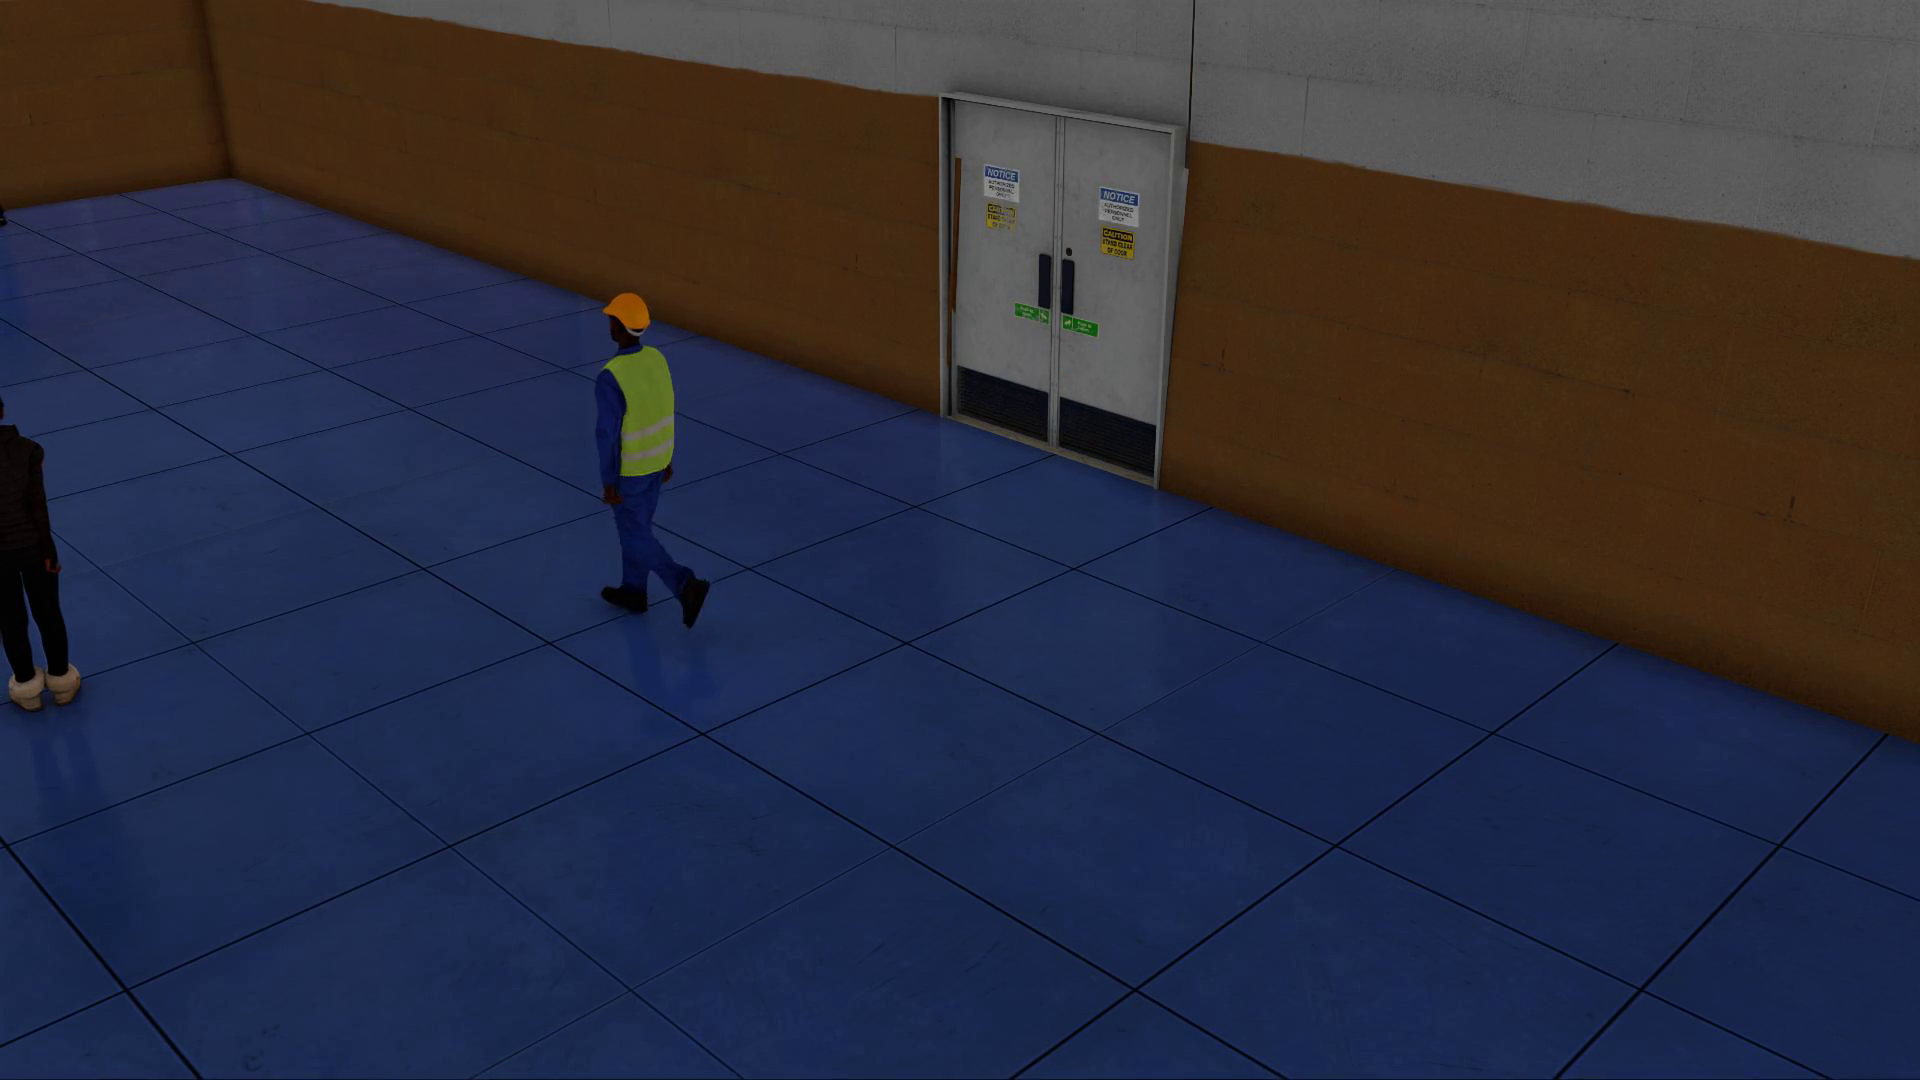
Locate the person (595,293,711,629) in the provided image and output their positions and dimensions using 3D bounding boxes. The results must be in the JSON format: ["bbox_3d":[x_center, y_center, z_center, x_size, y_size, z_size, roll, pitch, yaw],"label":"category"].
[{"bbox_3d":[-1.626,-0.380,8.656,0.894,1.795,1.070,13,27,28],"label":"person"}]

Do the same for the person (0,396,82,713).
[{"bbox_3d":[-4.442,0.057,7.825,0.670,1.662,0.616,9,25,19],"label":"person"}]
